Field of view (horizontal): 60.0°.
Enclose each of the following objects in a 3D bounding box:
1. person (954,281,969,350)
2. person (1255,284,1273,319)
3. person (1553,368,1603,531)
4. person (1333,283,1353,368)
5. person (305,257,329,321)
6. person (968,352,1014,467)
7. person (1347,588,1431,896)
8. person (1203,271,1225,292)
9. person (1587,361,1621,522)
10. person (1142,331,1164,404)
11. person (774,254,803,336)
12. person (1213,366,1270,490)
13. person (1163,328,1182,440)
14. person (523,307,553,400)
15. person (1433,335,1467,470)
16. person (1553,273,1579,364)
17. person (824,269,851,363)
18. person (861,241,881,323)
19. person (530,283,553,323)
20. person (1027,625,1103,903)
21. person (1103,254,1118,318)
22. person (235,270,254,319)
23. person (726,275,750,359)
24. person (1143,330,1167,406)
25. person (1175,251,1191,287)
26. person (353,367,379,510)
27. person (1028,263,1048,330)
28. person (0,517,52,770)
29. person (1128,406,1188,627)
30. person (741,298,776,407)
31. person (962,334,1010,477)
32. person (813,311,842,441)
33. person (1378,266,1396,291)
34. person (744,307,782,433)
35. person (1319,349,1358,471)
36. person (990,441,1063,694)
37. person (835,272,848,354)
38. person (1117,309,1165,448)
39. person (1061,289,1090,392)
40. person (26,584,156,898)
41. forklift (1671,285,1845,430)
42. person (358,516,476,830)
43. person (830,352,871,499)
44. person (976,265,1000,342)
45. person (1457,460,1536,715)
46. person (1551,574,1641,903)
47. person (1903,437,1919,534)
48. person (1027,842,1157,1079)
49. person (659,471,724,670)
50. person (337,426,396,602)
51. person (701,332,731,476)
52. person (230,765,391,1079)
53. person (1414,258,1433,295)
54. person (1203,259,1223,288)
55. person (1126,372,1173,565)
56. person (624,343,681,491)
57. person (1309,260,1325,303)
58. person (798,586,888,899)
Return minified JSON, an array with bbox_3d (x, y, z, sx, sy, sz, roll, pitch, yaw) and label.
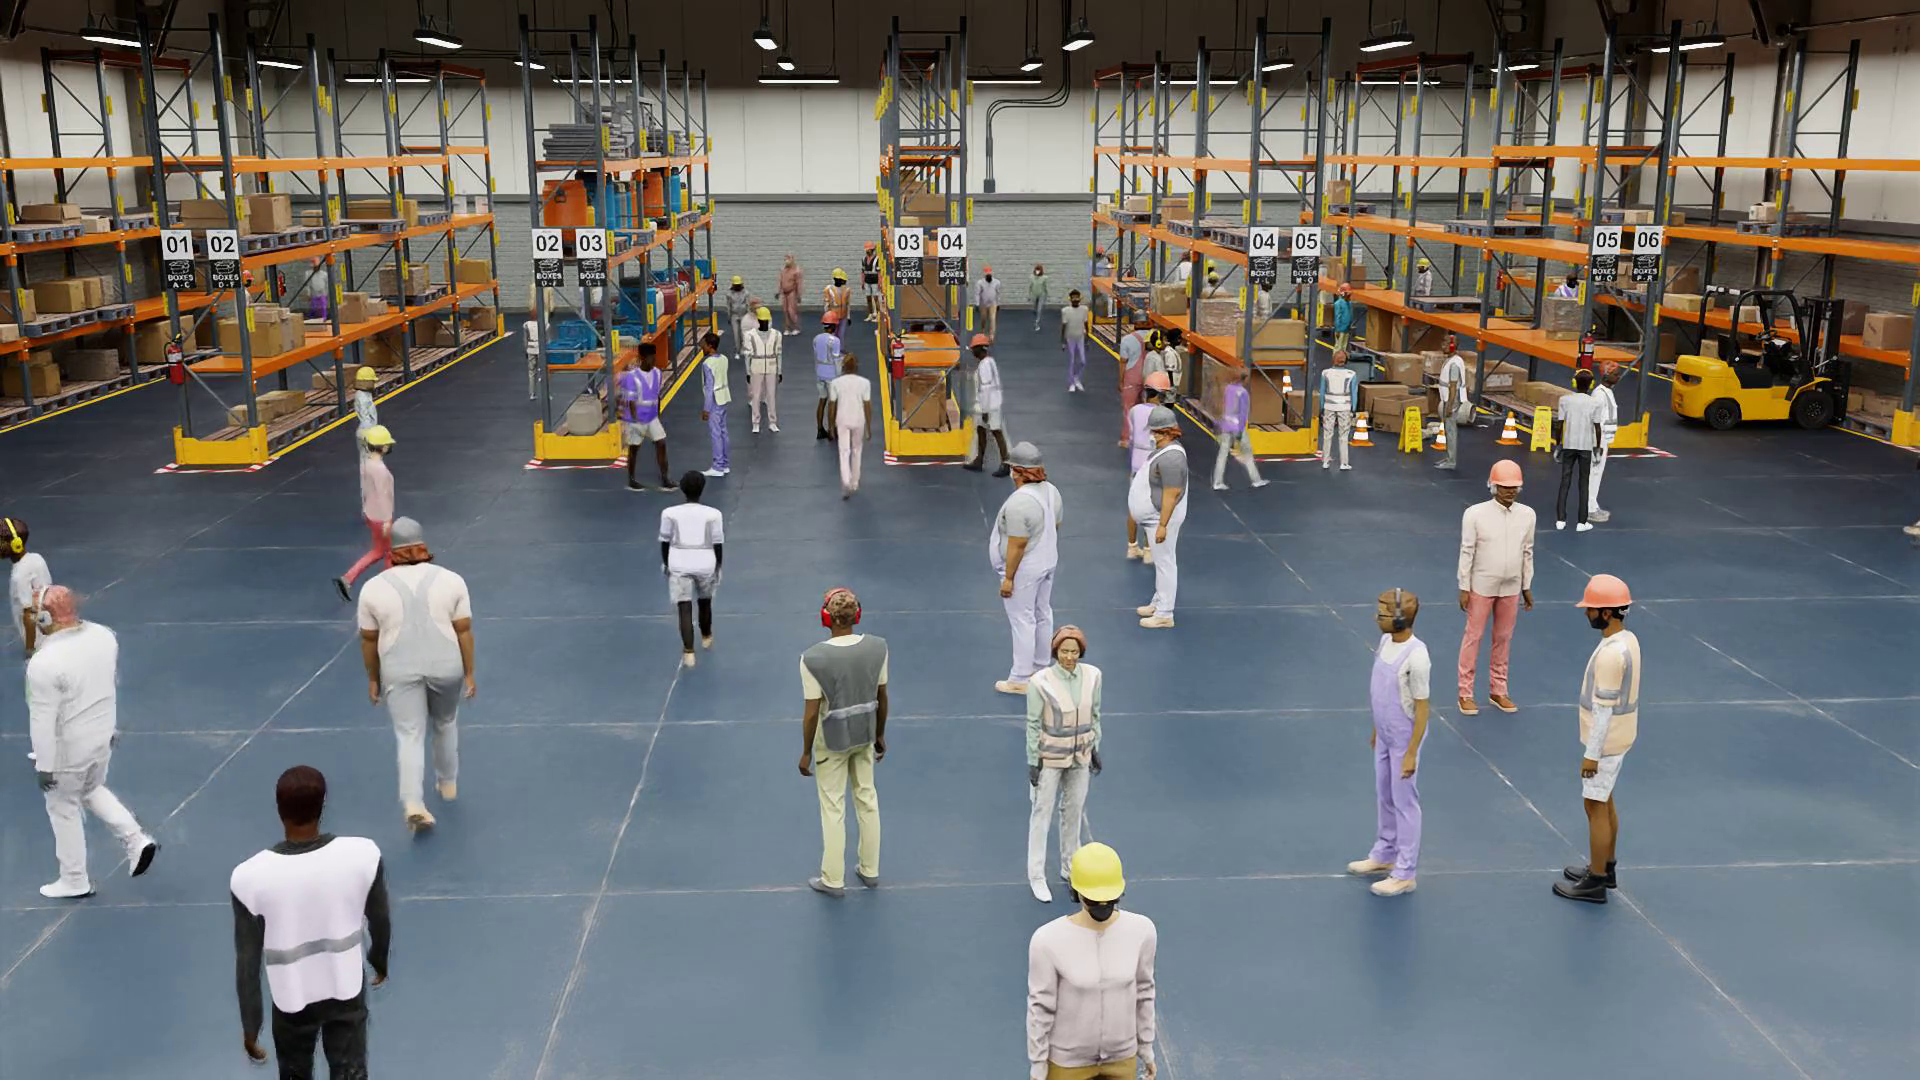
[{"bbox_3d":[0.041,-4.957,36.131,0.284,1.636,0.500,-10,16,-35],"label":"person"},{"bbox_3d":[5.718,-4.001,31.277,0.387,2.032,0.698,-1,13,-2],"label":"person"},{"bbox_3d":[7.065,-1.036,19.011,0.531,1.876,0.317,8,16,31],"label":"person"},{"bbox_3d":[7.431,-4.089,32.205,0.330,1.751,0.564,10,17,36],"label":"person"},{"bbox_3d":[-15.515,-5.973,40.204,0.577,1.739,0.558,-9,16,-34],"label":"person"},{"bbox_3d":[0.431,-1.776,22.774,0.820,1.588,0.530,-10,16,-36],"label":"person"},{"bbox_3d":[2.549,1.171,9.731,0.347,1.842,0.505,-2,14,-10],"label":"person"},{"bbox_3d":[5.362,-4.818,35.280,0.535,1.747,0.654,0,13,0],"label":"person"},{"bbox_3d":[7.542,-1.168,19.550,0.340,1.882,0.586,6,15,25],"label":"person"},{"bbox_3d":[2.753,-2.131,23.933,0.294,1.744,0.484,-4,14,-17],"label":"person"},{"bbox_3d":[-3.995,-5.713,38.805,0.537,1.893,0.648,-12,18,-42],"label":"person"},{"bbox_3d":[3.608,-1.428,21.271,0.825,1.598,0.516,-6,14,-23],"label":"person"},{"bbox_3d":[3.159,-2.337,24.925,0.319,1.689,0.539,2,13,10],"label":"person"},{"bbox_3d":[-7.306,-3.230,28.836,0.508,1.629,0.317,1,13,4],"label":"person"},{"bbox_3d":[6.695,-1.873,22.653,0.389,1.837,0.560,2,13,9],"label":"person"},{"bbox_3d":[12.340,-4.491,33.718,0.634,1.841,0.429,-2,13,-9],"label":"person"},{"bbox_3d":[-2.465,-4.535,33.725,0.590,1.925,0.388,-9,16,-32],"label":"person"},{"bbox_3d":[-2.227,-6.457,41.650,0.612,2.033,0.411,9,16,34],"label":"person"},{"bbox_3d":[-9.081,-4.999,36.144,0.361,1.725,0.595,8,15,31],"label":"person"},{"bbox_3d":[0.606,1.283,9.699,0.514,1.636,0.315,-8,15,-30],"label":"person"},{"bbox_3d":[3.899,-6.559,42.914,0.521,1.638,0.311,-12,18,-42],"label":"person"},{"bbox_3d":[-13.885,-4.251,32.399,0.406,1.989,0.622,-9,16,-35],"label":"person"},{"bbox_3d":[-4.602,-4.628,34.536,0.509,1.727,0.399,-3,14,-12],"label":"person"},{"bbox_3d":[2.693,-1.960,22.939,0.329,1.871,0.513,-2,14,-10],"label":"person"},{"bbox_3d":[5.573,-6.111,40.522,0.617,1.865,0.561,8,16,31],"label":"person"},{"bbox_3d":[-7.148,-1.231,20.140,0.325,1.736,0.485,-5,14,-22],"label":"person"},{"bbox_3d":[1.891,-5.861,40.012,0.514,1.613,0.524,4,14,15],"label":"person"},{"bbox_3d":[-6.472,0.723,11.640,0.355,1.848,0.621,-3,14,-14],"label":"person"},{"bbox_3d":[1.805,-0.225,15.222,0.538,2.000,0.682,1,13,4],"label":"person"},{"bbox_3d":[-3.394,-3.132,27.912,0.663,1.866,0.654,-11,17,-38],"label":"person"},{"bbox_3d":[0.362,-1.796,22.233,0.701,1.890,0.564,1,13,6],"label":"person"},{"bbox_3d":[-1.941,-2.449,24.889,0.546,1.928,0.384,12,18,42],"label":"person"},{"bbox_3d":[9.715,-5.389,37.832,0.319,1.697,0.533,-8,15,-29],"label":"person"},{"bbox_3d":[-3.011,-2.614,25.580,0.587,1.930,0.360,-4,14,-18],"label":"person"},{"bbox_3d":[5.133,-1.763,22.597,0.523,1.638,0.310,7,15,28],"label":"person"},{"bbox_3d":[0.493,0.212,13.370,0.535,2.000,0.674,8,16,32],"label":"person"},{"bbox_3d":[-2.508,-4.774,35.088,0.329,1.765,0.526,3,14,12],"label":"person"},{"bbox_3d":[2.611,-2.364,24.283,0.685,2.000,0.535,-4,14,-17],"label":"person"},{"bbox_3d":[2.071,-3.557,29.749,0.550,1.847,0.577,-2,13,-7],"label":"person"},{"bbox_3d":[-5.104,1.170,9.625,0.559,1.886,0.662,2,13,10],"label":"person"},{"bbox_3d":[12.503,-2.886,26.166,2.313,2.155,1.214,-1,13,-3],"label":"forklift"},{"bbox_3d":[-3.500,0.825,10.774,0.693,2.000,0.963,-5,14,-19],"label":"person"},{"bbox_3d":[-1.372,-1.442,20.884,0.514,1.816,0.889,-1,13,-6],"label":"person"},{"bbox_3d":[0.631,-5.399,37.834,0.574,1.723,0.804,-1,13,-6],"label":"person"},{"bbox_3d":[4.136,0.362,12.829,0.611,1.996,0.378,-2,13,-9],"label":"person"},{"bbox_3d":[3.720,1.146,9.679,0.390,1.923,0.549,7,15,28],"label":"person"},{"bbox_3d":[11.010,-0.986,18.786,0.576,1.882,0.355,-10,16,-36],"label":"person"},{"bbox_3d":[0.515,1.993,6.414,0.533,1.768,0.310,-4,14,-16],"label":"person"},{"bbox_3d":[-2.268,0.230,14.123,0.541,1.649,0.866,-2,13,-9],"label":"person"},{"bbox_3d":[-5.583,-0.214,15.817,0.639,1.750,0.528,-8,16,-32],"label":"person"},{"bbox_3d":[-3.265,-1.812,22.202,0.393,1.922,0.589,3,14,14],"label":"person"},{"bbox_3d":[-2.691,1.808,6.934,0.611,1.877,0.958,-7,15,-26],"label":"person"},{"bbox_3d":[10.701,-5.589,38.424,0.404,1.824,0.590,0,13,-2],"label":"person"},{"bbox_3d":[5.501,-5.215,36.617,0.603,1.915,0.512,-2,13,-10],"label":"person"},{"bbox_3d":[2.032,-0.756,17.511,0.437,2.033,0.602,-11,17,-38],"label":"person"},{"bbox_3d":[-3.929,-1.532,21.016,0.907,1.916,0.615,11,17,39],"label":"person"},{"bbox_3d":[9.232,-6.527,42.844,0.528,1.604,0.673,-4,14,-17],"label":"person"},{"bbox_3d":[-0.667,1.182,9.677,0.571,1.844,0.376,-9,16,-34],"label":"person"}]
